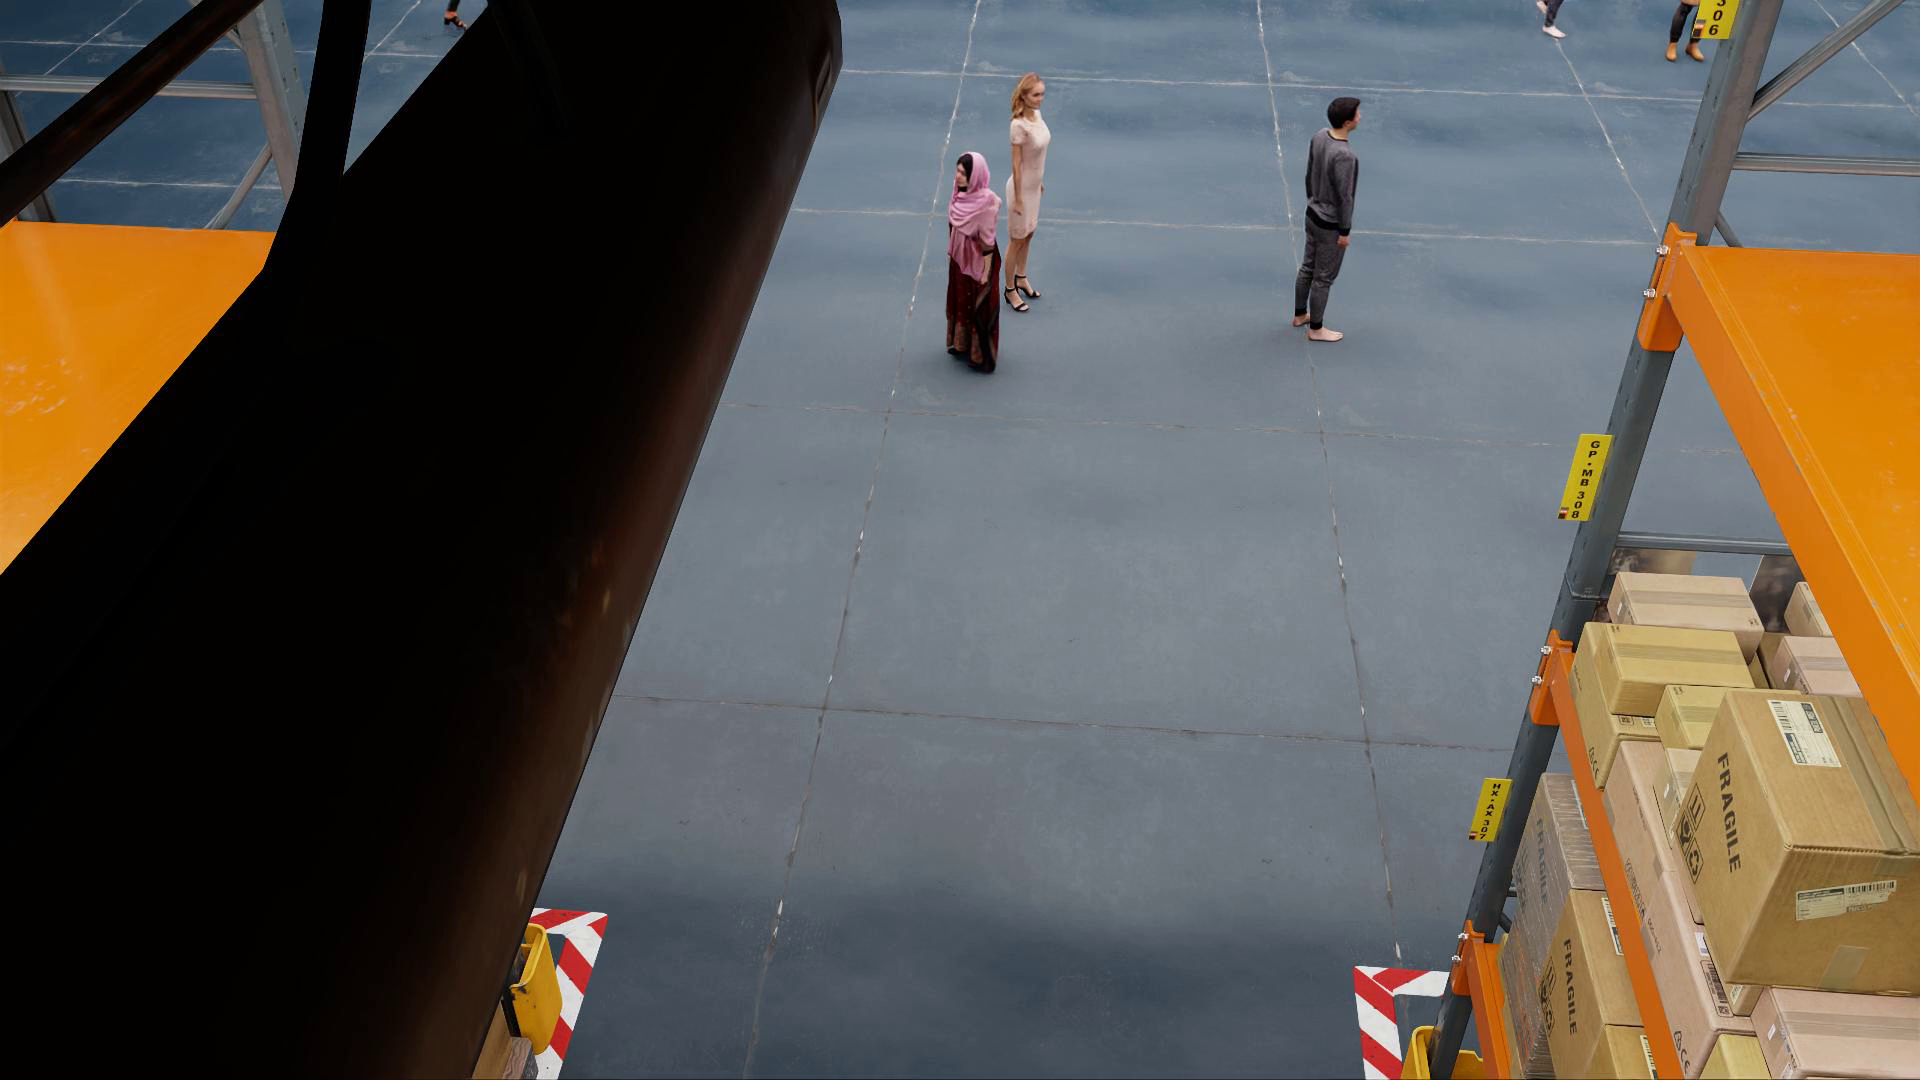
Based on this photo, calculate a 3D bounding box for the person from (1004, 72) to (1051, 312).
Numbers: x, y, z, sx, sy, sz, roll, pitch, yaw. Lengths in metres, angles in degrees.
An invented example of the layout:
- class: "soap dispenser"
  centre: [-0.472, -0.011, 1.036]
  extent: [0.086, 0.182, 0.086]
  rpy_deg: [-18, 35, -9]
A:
- class: "person"
  centre: [0.469, -2.583, 12.315]
  extent: [0.700, 1.829, 0.568]
  rpy_deg: [19, 42, 22]

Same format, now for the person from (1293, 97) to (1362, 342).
- class: "person"
  centre: [2.645, -2.321, 11.969]
  extent: [0.824, 1.843, 0.638]
  rpy_deg: [-11, 39, -14]

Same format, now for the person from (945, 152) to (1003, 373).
- class: "person"
  centre: [0.099, -1.980, 11.703]
  extent: [0.839, 1.633, 0.770]
  rpy_deg: [-25, 45, -29]
